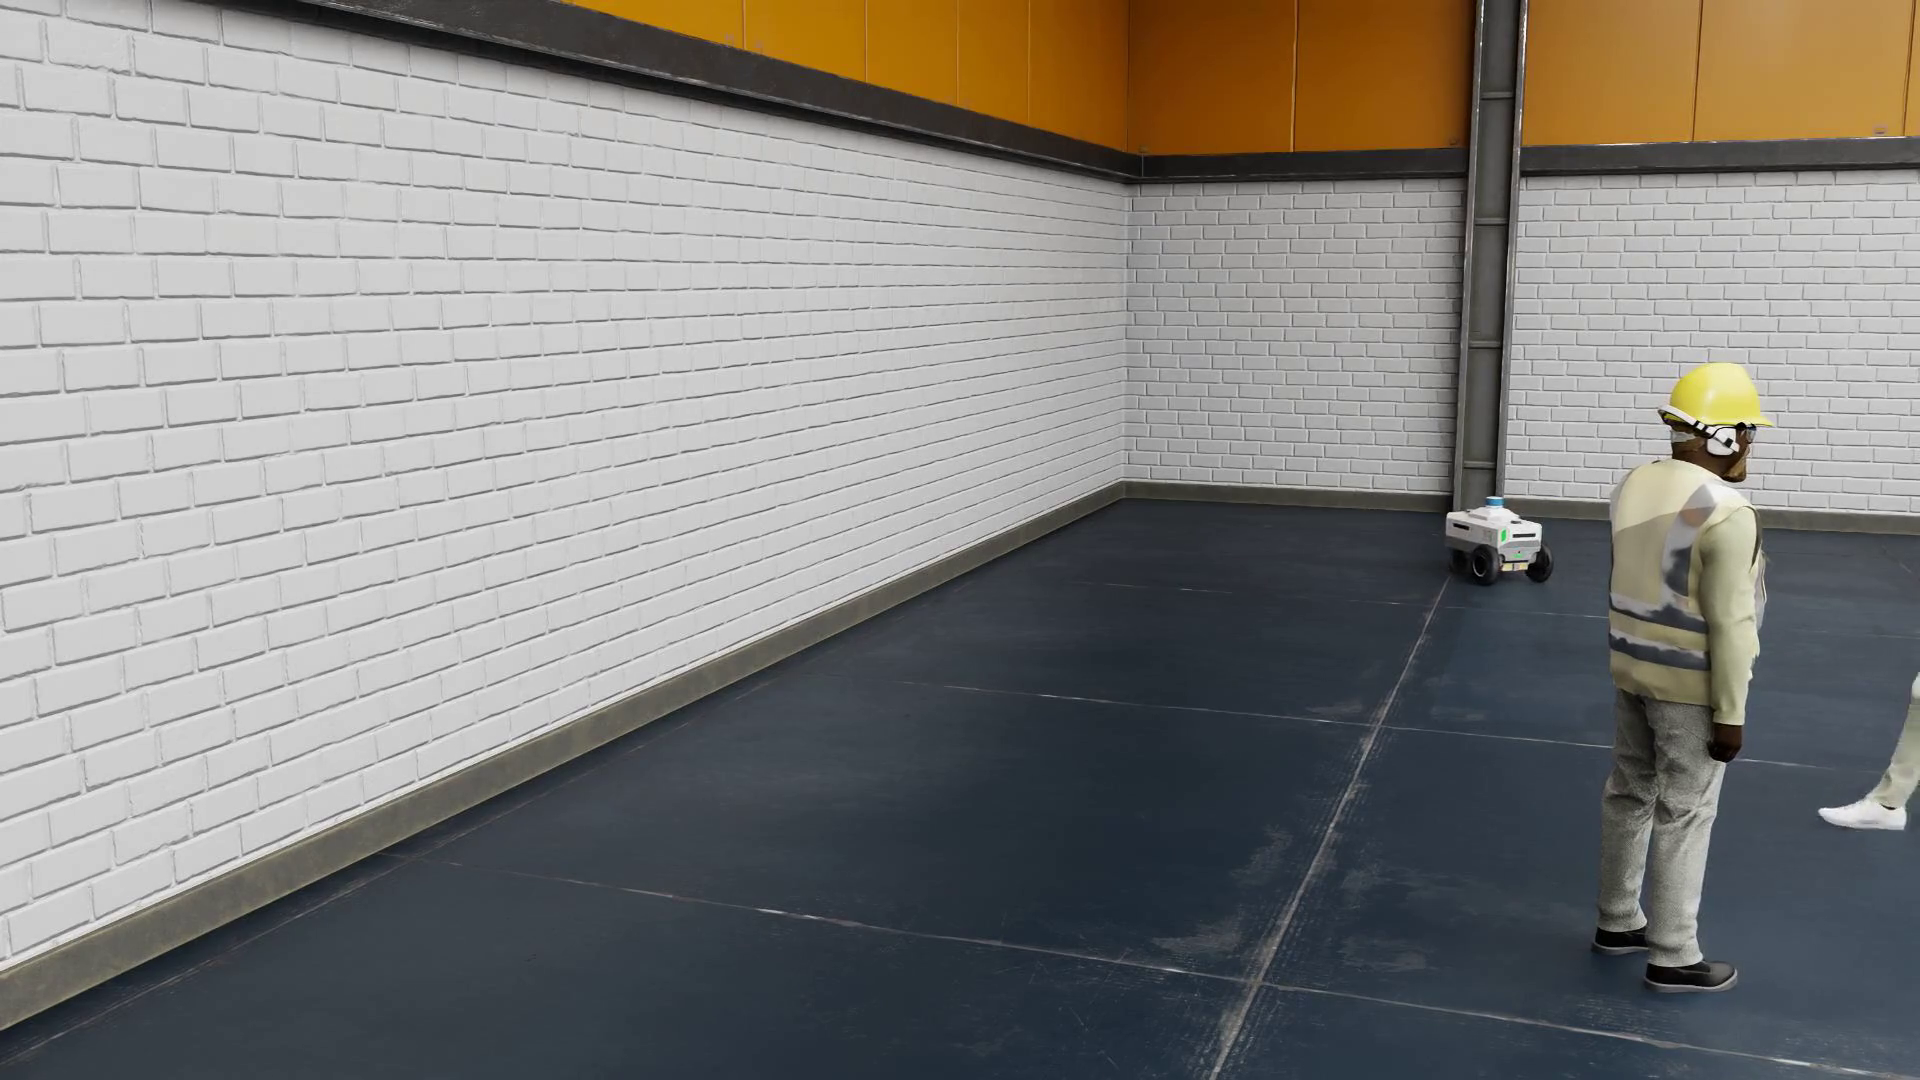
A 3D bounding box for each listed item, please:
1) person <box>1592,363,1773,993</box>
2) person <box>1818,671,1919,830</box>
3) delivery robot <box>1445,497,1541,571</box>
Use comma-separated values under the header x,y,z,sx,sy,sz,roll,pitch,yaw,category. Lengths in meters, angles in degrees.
x,y,z,sx,sy,sz,roll,pitch,yaw,category
2.106,0.400,4.842,0.403,1.825,0.591,-2,9,-11,person
3.750,0.217,5.985,0.969,1.832,0.515,2,9,12,person
3.630,-0.053,11.346,0.477,0.478,0.707,-3,10,-17,delivery robot
